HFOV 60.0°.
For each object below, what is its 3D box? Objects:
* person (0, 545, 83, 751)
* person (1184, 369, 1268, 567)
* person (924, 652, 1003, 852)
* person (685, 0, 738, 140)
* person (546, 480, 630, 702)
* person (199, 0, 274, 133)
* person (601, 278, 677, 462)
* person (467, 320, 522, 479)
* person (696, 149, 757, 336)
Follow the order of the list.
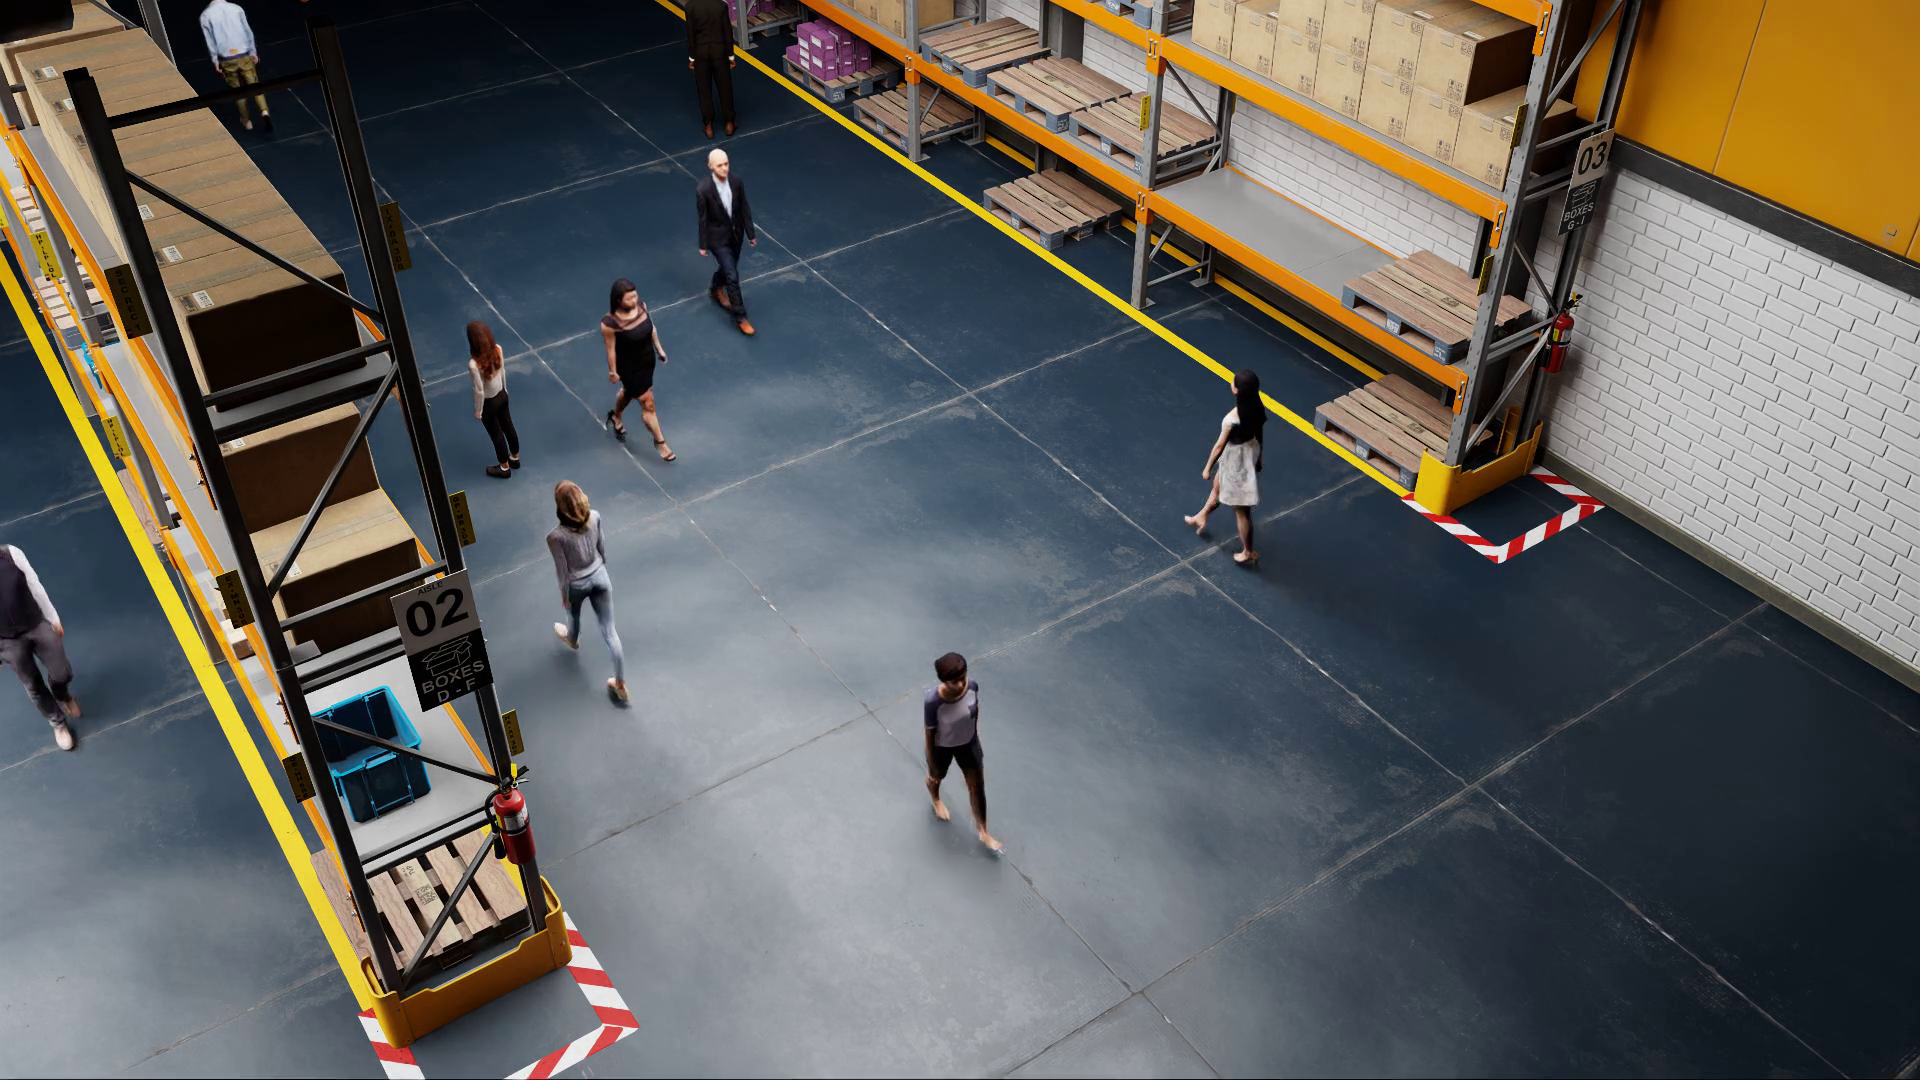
[{"bbox_3d":[-6.454,0.582,11.383,0.675,1.922,0.715,-26,45,-29],"label":"person"},{"bbox_3d":[2.222,-0.500,12.883,0.731,1.742,1.045,-31,48,-33],"label":"person"},{"bbox_3d":[-0.089,1.272,10.830,0.646,1.535,0.928,-19,42,-22],"label":"person"},{"bbox_3d":[-2.855,-5.567,19.098,0.793,1.903,0.781,-6,39,-7],"label":"person"},{"bbox_3d":[-2.598,0.383,11.780,0.706,1.738,1.213,-29,47,-31],"label":"person"},{"bbox_3d":[-8.321,-5.527,19.134,0.708,1.796,0.997,-26,45,-29],"label":"person"},{"bbox_3d":[-2.844,-1.495,14.182,1.144,1.675,0.939,20,43,23],"label":"person"},{"bbox_3d":[-3.915,-1.186,13.947,0.635,1.485,0.615,16,41,19],"label":"person"},{"bbox_3d":[-2.272,-2.918,15.884,0.716,1.774,1.146,-26,45,-28],"label":"person"}]
